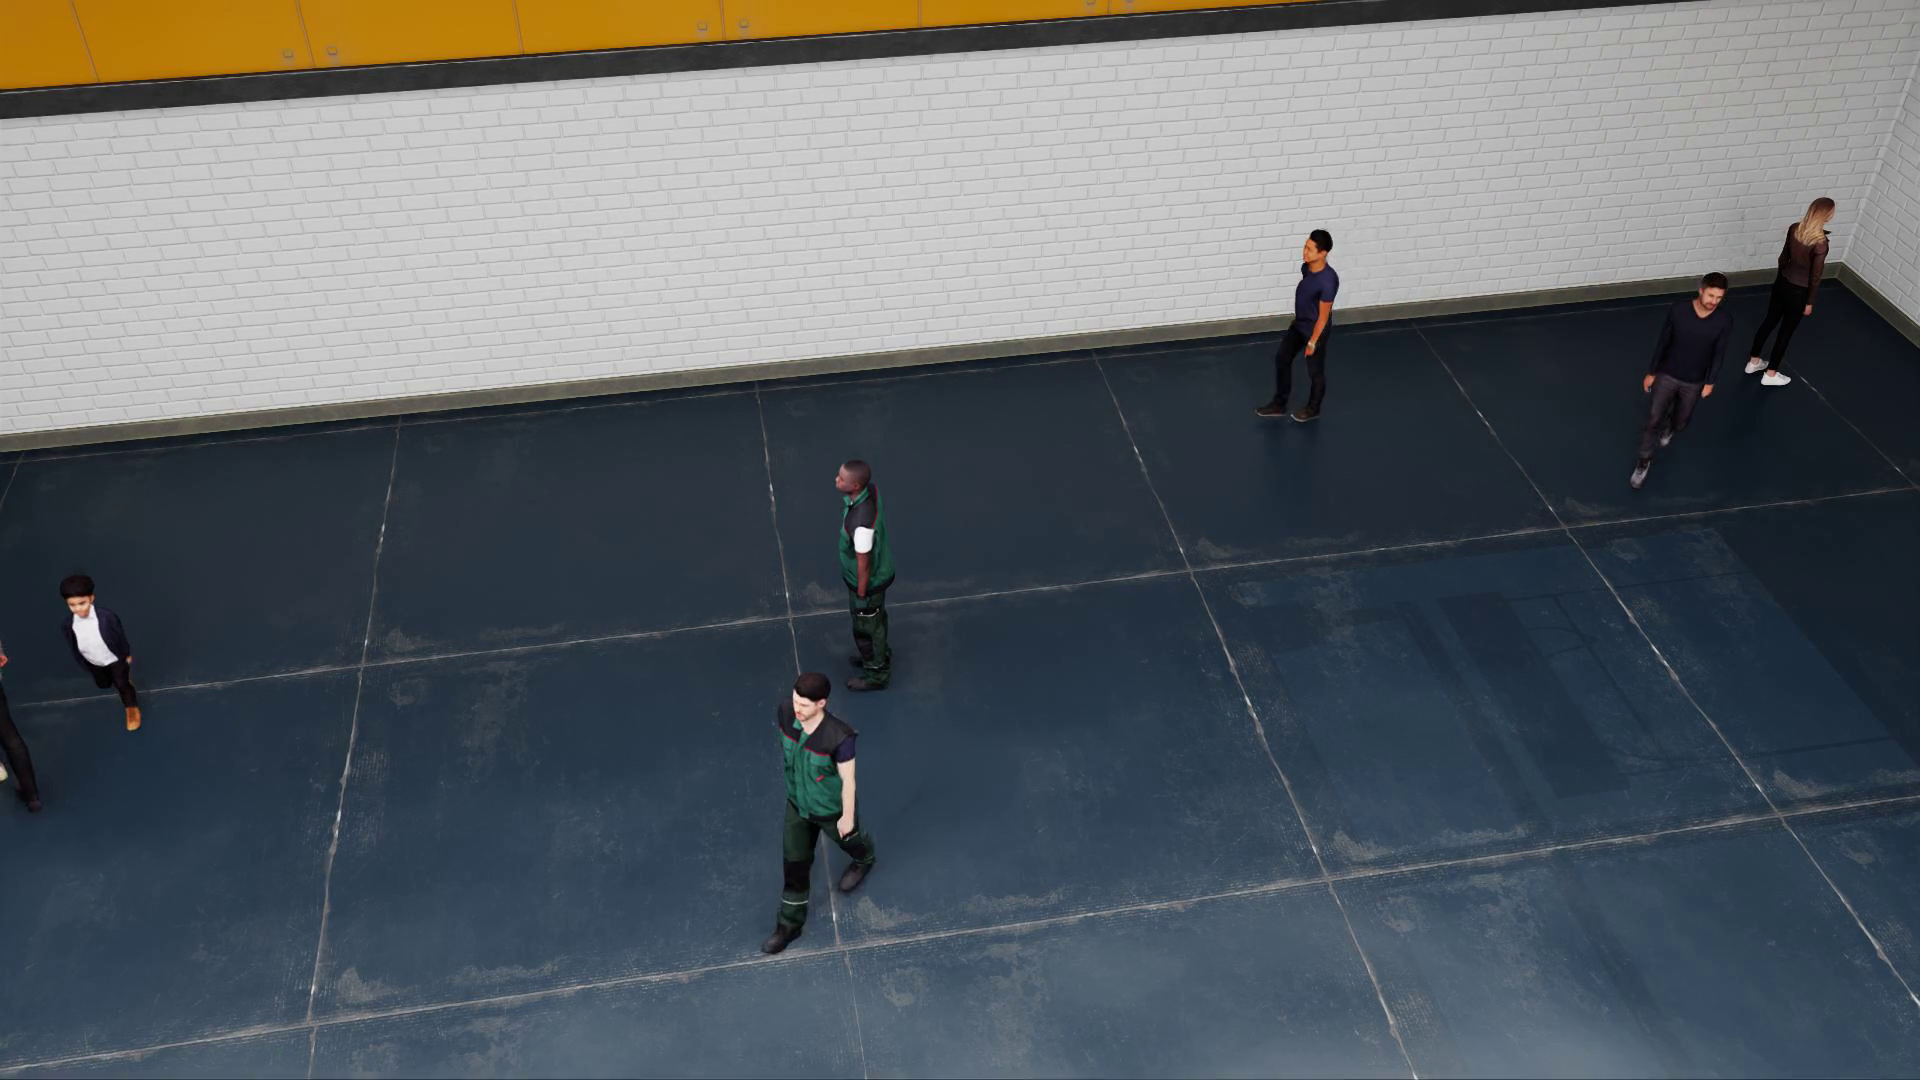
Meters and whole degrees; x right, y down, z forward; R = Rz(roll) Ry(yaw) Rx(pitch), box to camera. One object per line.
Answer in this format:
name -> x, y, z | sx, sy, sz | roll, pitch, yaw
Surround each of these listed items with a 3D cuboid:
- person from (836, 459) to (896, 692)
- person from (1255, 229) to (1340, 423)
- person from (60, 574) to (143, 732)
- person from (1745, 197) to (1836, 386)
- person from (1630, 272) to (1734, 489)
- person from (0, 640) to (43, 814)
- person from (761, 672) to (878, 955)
person -> -0.612, 0.228, 10.980 | 0.770, 1.836, 0.580 | 0, 39, 0
person -> 2.926, -1.723, 13.473 | 0.794, 1.775, 0.763 | -12, 40, -14
person -> -5.611, 0.687, 10.904 | 0.529, 1.213, 0.701 | -9, 40, -11
person -> 7.004, -2.102, 14.003 | 0.684, 1.705, 0.471 | -10, 40, -12
person -> 5.586, -1.293, 12.876 | 0.987, 1.846, 1.104 | 17, 42, 21
person -> -5.995, 0.927, 10.075 | 1.163, 1.873, 1.334 | -32, 48, -33
person -> -0.725, 1.431, 9.460 | 1.194, 1.853, 1.282 | 21, 43, 25
